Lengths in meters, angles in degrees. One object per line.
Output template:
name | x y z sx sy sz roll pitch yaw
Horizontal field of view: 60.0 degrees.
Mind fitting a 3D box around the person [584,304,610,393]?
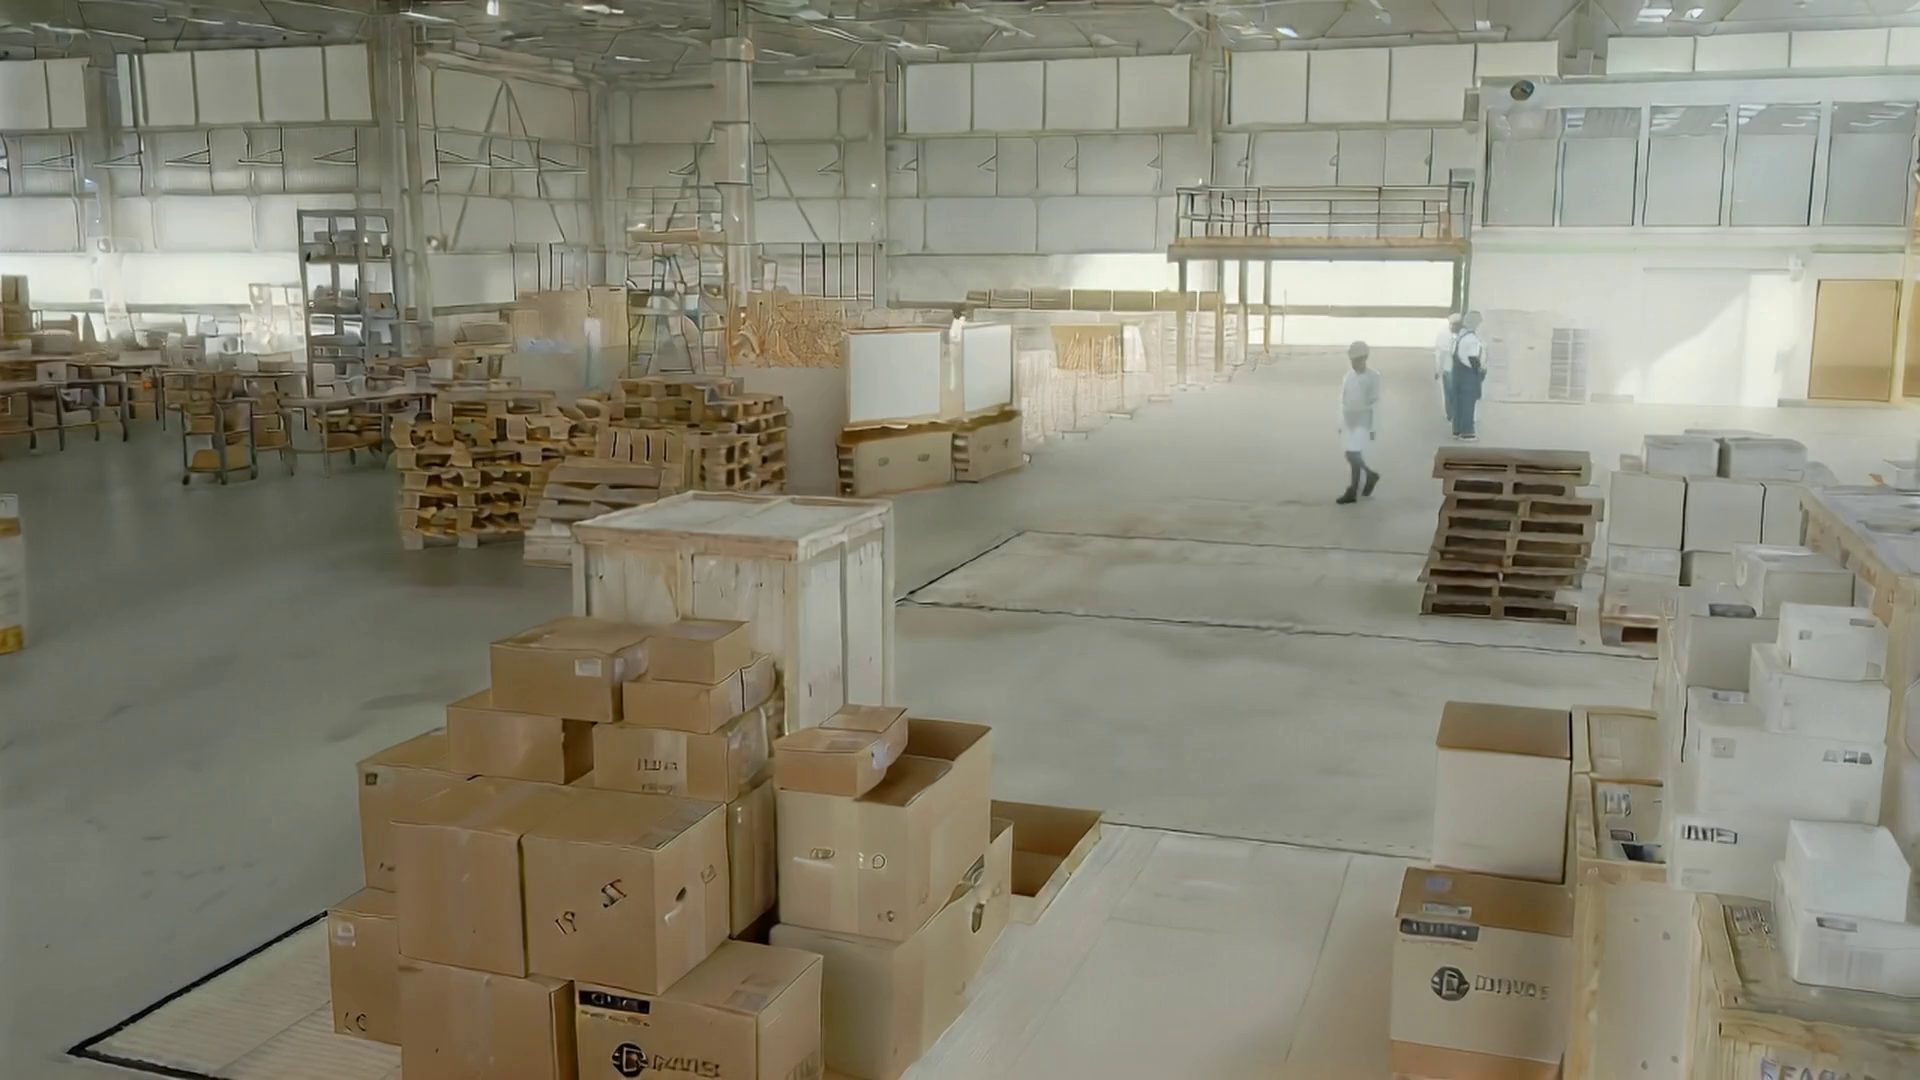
person | -7.477 -3.933 34.186 0.387 1.839 0.594 7 12 35

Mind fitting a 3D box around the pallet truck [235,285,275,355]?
pallet truck | -18.327 -5.835 44.421 0.823 1.965 1.885 4 11 23

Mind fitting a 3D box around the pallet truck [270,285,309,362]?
pallet truck | -17.147 -5.700 43.663 0.823 1.965 1.885 3 11 17

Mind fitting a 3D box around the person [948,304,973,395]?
person | 0.011 -3.897 33.996 0.596 1.835 0.973 4 11 22

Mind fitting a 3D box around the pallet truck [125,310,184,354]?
pallet truck | -22.038 -5.665 45.457 0.704 1.261 1.522 3 11 17

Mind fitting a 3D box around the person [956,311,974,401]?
person | 0.104 -3.603 32.534 0.348 1.756 0.518 -1 10 -7

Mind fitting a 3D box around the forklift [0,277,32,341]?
forklift | -27.151 -6.329 46.328 1.157 1.987 2.680 3 11 17

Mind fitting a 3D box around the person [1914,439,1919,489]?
person | 7.338 -0.148 12.295 0.624 2.042 0.385 2 10 13

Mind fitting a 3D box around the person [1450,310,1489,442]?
person | 7.922 -2.547 25.781 0.536 2.000 0.688 -2 10 -11

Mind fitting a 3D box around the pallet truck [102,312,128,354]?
pallet truck | -23.057 -5.777 46.261 0.680 1.201 1.601 3 11 19

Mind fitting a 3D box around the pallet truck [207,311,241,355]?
pallet truck | -19.537 -5.575 44.913 0.653 1.274 1.630 3 11 19

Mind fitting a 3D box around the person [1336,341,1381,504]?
person | 4.750 -1.395 19.652 0.717 1.919 0.548 -7 12 -35

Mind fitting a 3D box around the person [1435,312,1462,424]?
person | 8.454 -2.961 28.536 0.594 1.900 0.886 1 10 5
